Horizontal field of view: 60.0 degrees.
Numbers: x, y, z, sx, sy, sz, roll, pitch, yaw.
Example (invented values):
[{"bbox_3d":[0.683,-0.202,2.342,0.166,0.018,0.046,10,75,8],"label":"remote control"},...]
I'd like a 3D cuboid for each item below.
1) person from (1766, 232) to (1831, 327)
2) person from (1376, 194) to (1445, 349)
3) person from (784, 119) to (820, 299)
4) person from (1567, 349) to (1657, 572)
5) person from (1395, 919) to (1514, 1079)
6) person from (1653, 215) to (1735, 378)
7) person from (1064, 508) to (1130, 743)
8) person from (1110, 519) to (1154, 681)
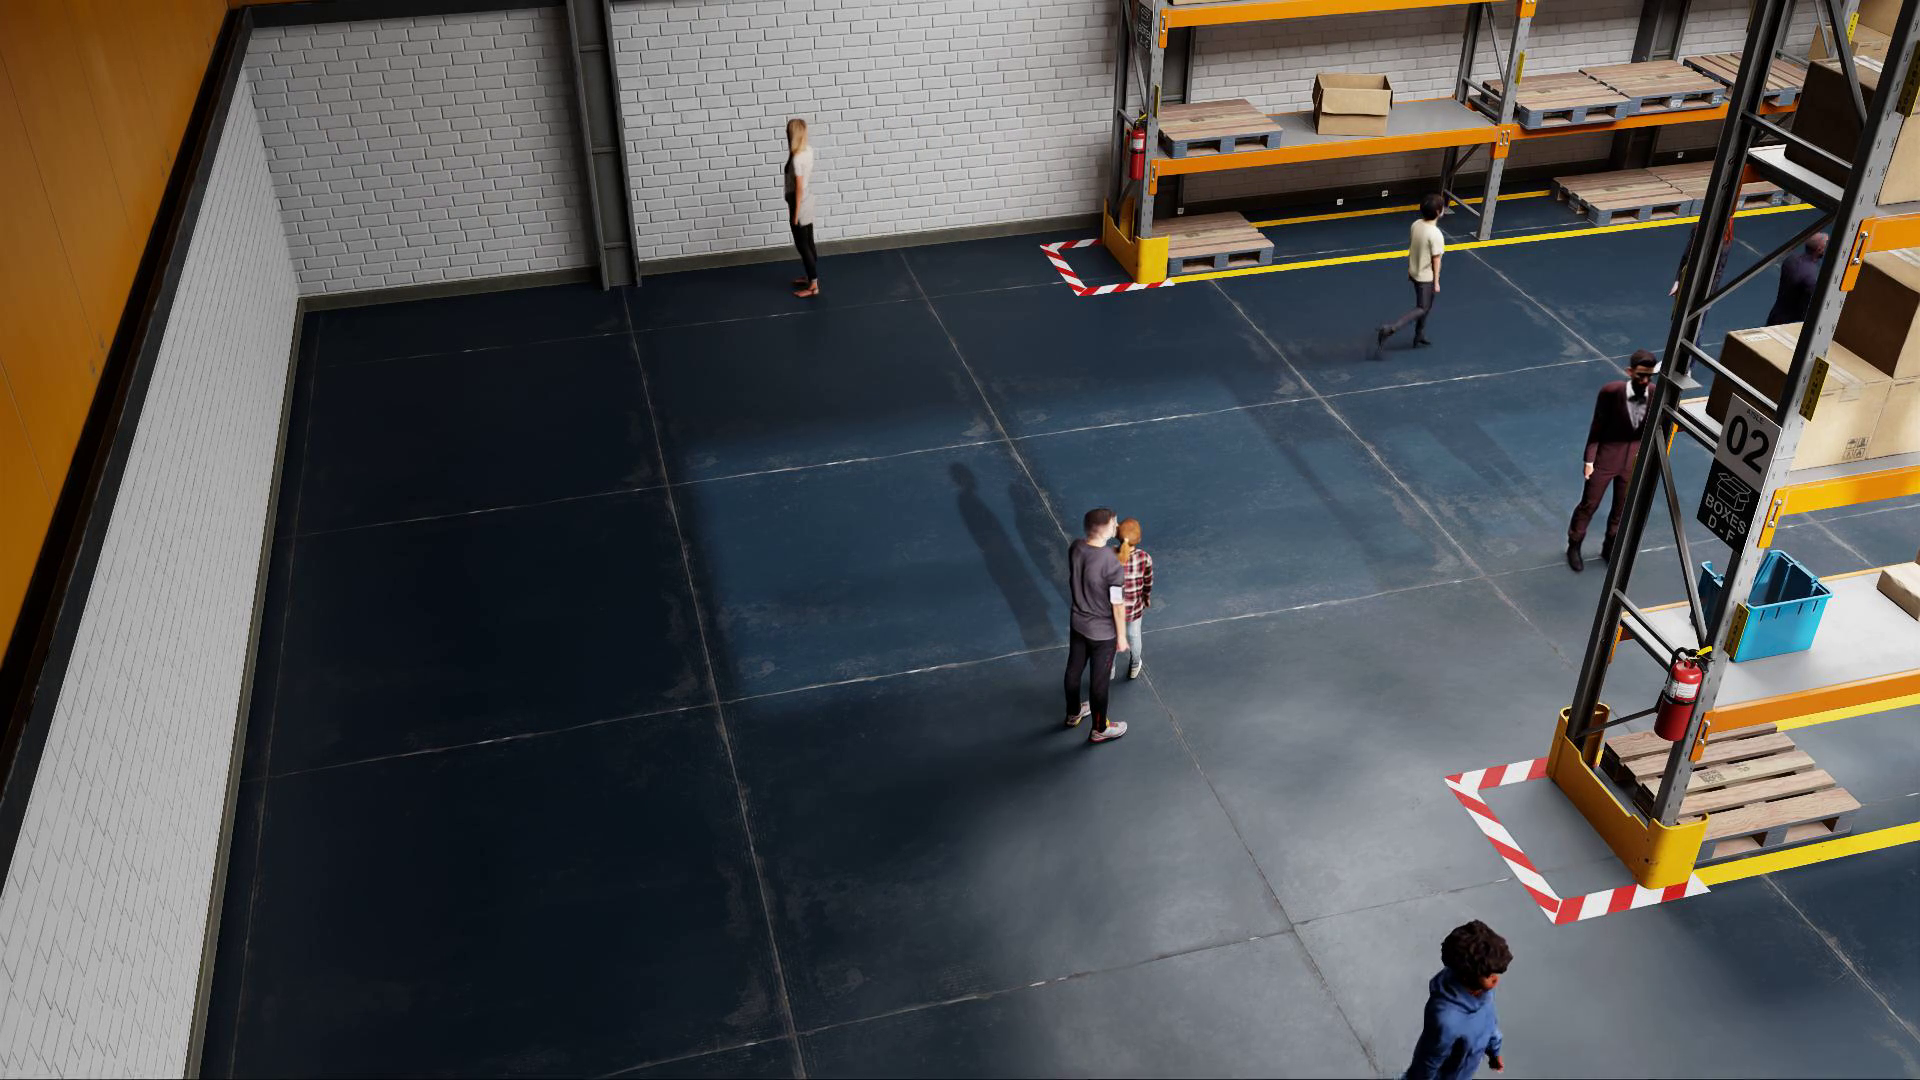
[{"bbox_3d":[7.150,-1.852,14.532,1.186,1.793,0.830,-3,34,-4],"label":"person"},{"bbox_3d":[4.308,-2.468,15.663,0.895,1.566,0.581,-9,35,-13],"label":"person"},{"bbox_3d":[-1.567,-3.353,16.757,0.699,1.828,0.693,5,34,8],"label":"person"},{"bbox_3d":[4.984,-0.613,12.606,0.628,1.859,0.797,1,34,2],"label":"person"},{"bbox_3d":[2.272,2.484,8.029,1.175,1.770,1.175,23,40,30],"label":"person"},{"bbox_3d":[6.728,-2.289,15.194,0.638,1.787,0.636,-19,38,-26],"label":"person"},{"bbox_3d":[0.878,0.550,10.944,0.697,1.764,0.711,-25,41,-32],"label":"person"},{"bbox_3d":[1.148,0.411,11.566,0.538,1.306,0.642,0,34,1],"label":"person"}]
